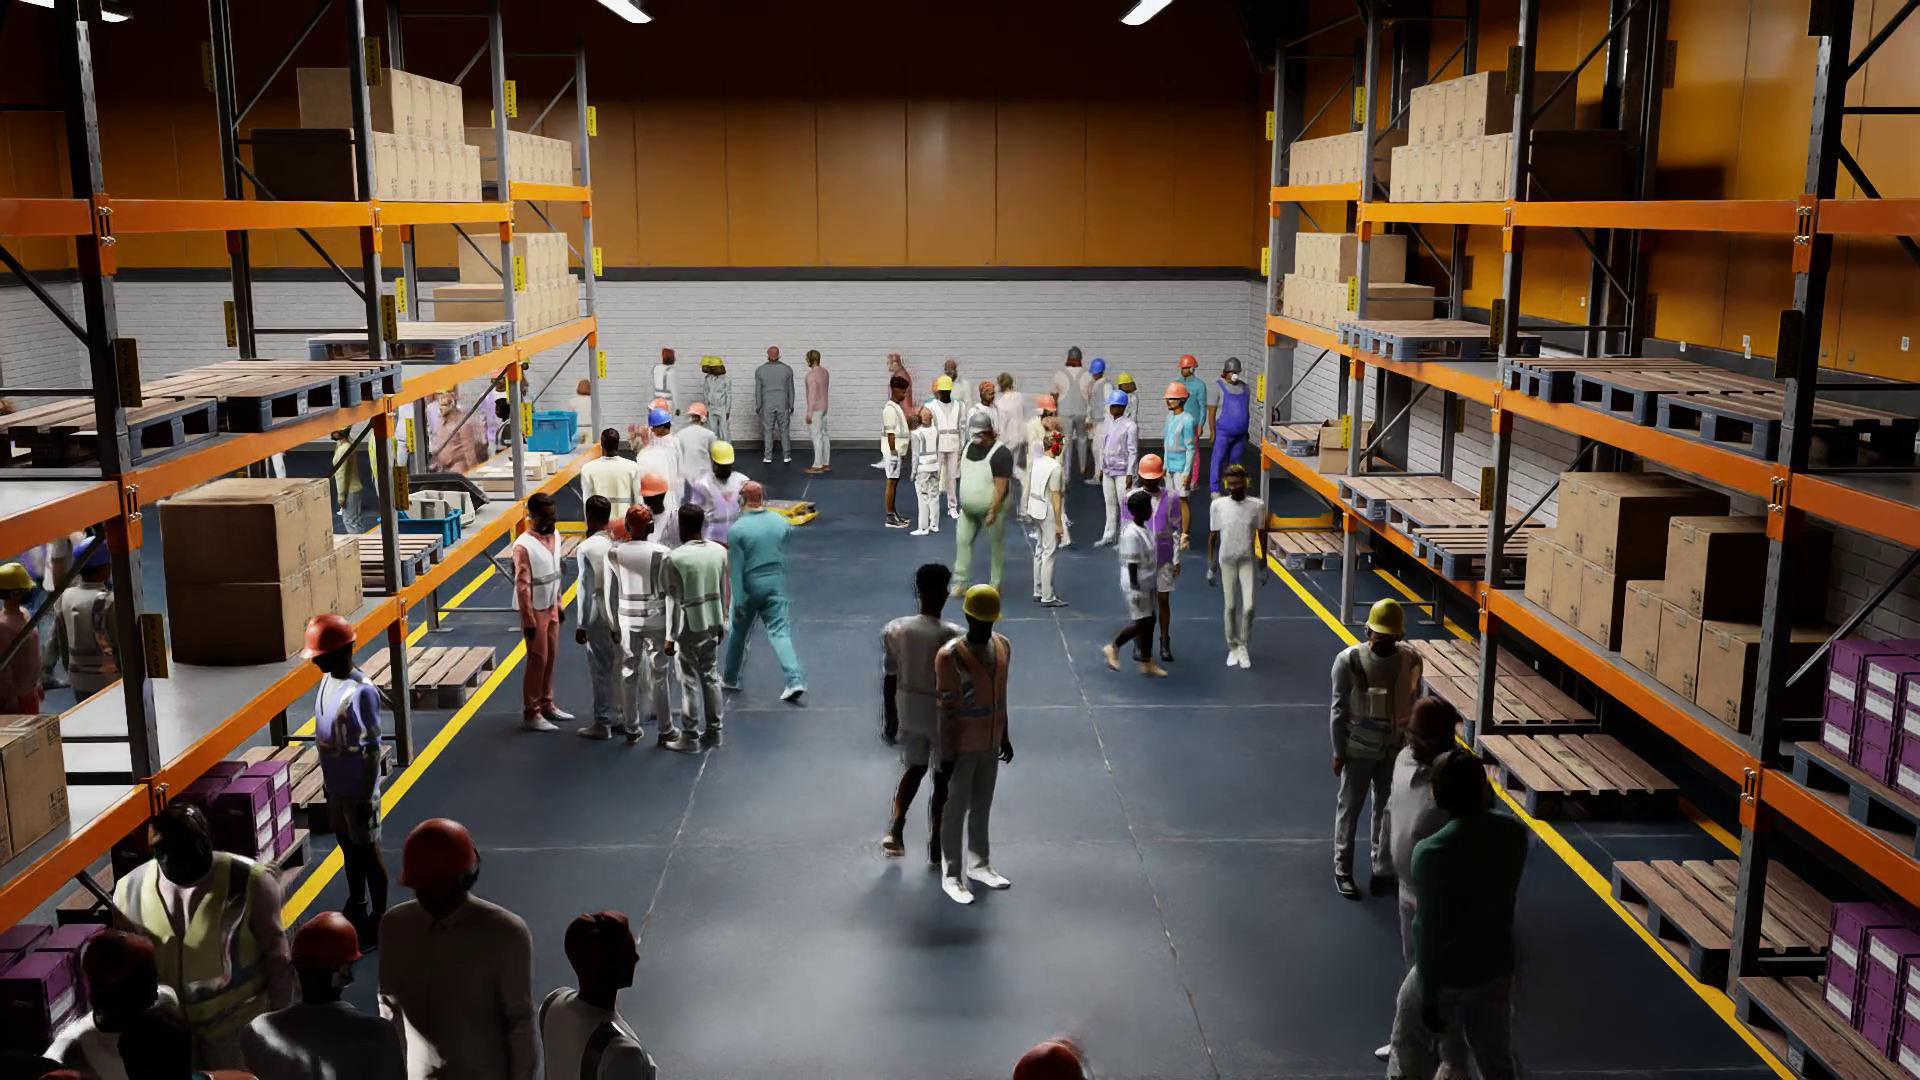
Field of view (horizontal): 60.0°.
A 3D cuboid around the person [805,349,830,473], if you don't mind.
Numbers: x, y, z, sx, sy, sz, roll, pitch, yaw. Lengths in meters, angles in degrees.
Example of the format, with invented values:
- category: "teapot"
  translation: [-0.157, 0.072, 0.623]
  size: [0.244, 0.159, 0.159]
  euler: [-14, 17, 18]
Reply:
- category: "person"
  translation: [-2.236, -2.012, 25.980]
  size: [0.355, 1.936, 0.635]
  euler: [4, 12, 19]

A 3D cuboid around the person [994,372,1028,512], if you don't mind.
- category: "person"
  translation: [0.733, -1.304, 22.507]
  size: [0.602, 1.921, 0.659]
  euler: [8, 14, 34]

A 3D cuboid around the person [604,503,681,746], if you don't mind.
- category: "person"
  translation: [-2.422, 0.653, 12.754]
  size: [0.572, 1.883, 0.353]
  euler: [2, 11, 8]

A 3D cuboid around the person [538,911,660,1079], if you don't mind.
- category: "person"
  translation: [-1.144, 2.111, 5.449]
  size: [0.355, 1.882, 0.575]
  euler: [-10, 15, -40]

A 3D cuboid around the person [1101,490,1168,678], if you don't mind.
- category: "person"
  translation: [1.567, 0.391, 14.580]
  size: [0.509, 1.679, 0.551]
  euler: [5, 12, 24]

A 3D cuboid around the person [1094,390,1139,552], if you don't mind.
- category: "person"
  translation: [1.900, -0.842, 20.080]
  size: [0.382, 1.951, 0.605]
  euler: [-8, 14, -36]

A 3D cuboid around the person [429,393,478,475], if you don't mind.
- category: "person"
  translation: [-6.262, -0.866, 20.398]
  size: [0.888, 1.877, 0.641]
  euler: [-9, 15, -39]

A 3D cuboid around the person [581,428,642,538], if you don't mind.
- category: "person"
  translation: [-3.501, -0.173, 16.806]
  size: [0.589, 1.920, 0.392]
  euler: [-2, 11, -9]

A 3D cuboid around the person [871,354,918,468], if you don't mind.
- category: "person"
  translation: [-0.893, -2.023, 26.303]
  size: [1.025, 1.846, 0.649]
  euler: [2, 11, 11]

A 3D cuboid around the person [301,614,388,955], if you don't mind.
- category: "person"
  translation: [-3.398, 1.340, 9.196]
  size: [0.371, 1.928, 0.543]
  euler: [-11, 16, -43]

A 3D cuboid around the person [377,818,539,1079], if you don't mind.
- category: "person"
  translation: [-1.825, 1.945, 6.035]
  size: [0.613, 1.985, 0.410]
  euler: [2, 12, 12]

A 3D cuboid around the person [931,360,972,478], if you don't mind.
- category: "person"
  translation: [-0.119, -1.803, 25.153]
  size: [0.652, 1.863, 0.990]
  euler: [1, 11, 7]

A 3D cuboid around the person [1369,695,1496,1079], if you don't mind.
- category: "person"
  translation: [2.201, 1.638, 7.793]
  size: [0.399, 1.897, 0.738]
  euler: [-4, 12, -17]

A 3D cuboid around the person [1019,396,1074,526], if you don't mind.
- category: "person"
  translation: [1.089, -1.030, 21.655]
  size: [0.547, 1.697, 0.885]
  euler: [-9, 14, -37]

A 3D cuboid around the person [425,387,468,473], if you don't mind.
- category: "person"
  translation: [-6.846, -1.263, 22.360]
  size: [0.584, 1.895, 0.820]
  euler: [1, 11, 4]

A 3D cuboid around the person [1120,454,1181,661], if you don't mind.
- category: "person"
  translation: [1.738, 0.159, 15.137]
  size: [0.554, 1.923, 0.391]
  euler: [0, 11, -1]

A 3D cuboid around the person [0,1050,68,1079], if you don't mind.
- category: "person"
  translation: [-2.900, 2.162, 4.910]
  size: [0.621, 1.990, 0.396]
  euler: [-3, 12, -16]

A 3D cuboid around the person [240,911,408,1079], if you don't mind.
- category: "person"
  translation: [-2.139, 2.123, 5.733]
  size: [0.563, 1.742, 0.338]
  euler: [1, 11, 3]

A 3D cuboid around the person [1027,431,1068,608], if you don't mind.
- category: "person"
  translation: [0.906, -0.217, 17.243]
  size: [0.394, 1.836, 0.560]
  euler: [-4, 12, -18]

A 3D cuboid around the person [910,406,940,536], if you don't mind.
- category: "person"
  translation: [-0.441, -0.871, 21.007]
  size: [0.314, 1.642, 0.514]
  euler: [9, 14, 37]

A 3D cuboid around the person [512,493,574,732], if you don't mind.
- category: "person"
  translation: [-3.334, 0.560, 13.172]
  size: [0.398, 1.908, 0.595]
  euler: [3, 12, 14]

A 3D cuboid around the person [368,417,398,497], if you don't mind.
- category: "person"
  translation: [-7.089, -0.794, 20.496]
  size: [0.534, 1.694, 0.320]
  euler: [11, 15, 43]

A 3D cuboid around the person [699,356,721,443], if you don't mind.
- category: "person"
  translation: [-4.072, -2.137, 27.125]
  size: [0.321, 1.737, 0.487]
  euler: [-3, 12, -14]

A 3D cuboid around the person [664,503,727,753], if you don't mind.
- category: "person"
  translation: [-1.989, 0.666, 12.633]
  size: [0.400, 1.908, 0.604]
  euler: [8, 14, 34]

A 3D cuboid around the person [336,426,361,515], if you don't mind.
- category: "person"
  translation: [-8.341, -1.208, 22.473]
  size: [0.322, 1.737, 0.489]
  euler: [-2, 11, -11]

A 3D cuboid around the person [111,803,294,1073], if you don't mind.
- category: "person"
  translation: [-3.003, 1.915, 6.580]
  size: [0.645, 1.820, 0.599]
  euler: [-1, 11, -3]

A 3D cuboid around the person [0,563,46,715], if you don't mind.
- category: "person"
  translation: [-6.307, 1.023, 11.193]
  size: [0.316, 1.769, 0.523]
  euler: [-2, 11, -10]

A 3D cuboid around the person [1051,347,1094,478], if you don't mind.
- category: "person"
  translation: [1.753, -2.009, 25.707]
  size: [0.699, 2.000, 1.015]
  euler: [1, 11, 3]

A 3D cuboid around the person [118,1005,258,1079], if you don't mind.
- category: "person"
  translation: [-2.282, 2.219, 4.866]
  size: [0.452, 1.897, 0.625]
  euler: [10, 15, 42]

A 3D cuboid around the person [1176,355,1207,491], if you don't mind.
- category: "person"
  translation: [3.332, -1.720, 24.372]
  size: [0.389, 1.992, 0.625]
  euler: [-9, 14, -38]

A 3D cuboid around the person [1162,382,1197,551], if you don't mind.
- category: "person"
  translation: [2.600, -0.878, 20.027]
  size: [0.385, 2.045, 0.605]
  euler: [-4, 12, -20]
